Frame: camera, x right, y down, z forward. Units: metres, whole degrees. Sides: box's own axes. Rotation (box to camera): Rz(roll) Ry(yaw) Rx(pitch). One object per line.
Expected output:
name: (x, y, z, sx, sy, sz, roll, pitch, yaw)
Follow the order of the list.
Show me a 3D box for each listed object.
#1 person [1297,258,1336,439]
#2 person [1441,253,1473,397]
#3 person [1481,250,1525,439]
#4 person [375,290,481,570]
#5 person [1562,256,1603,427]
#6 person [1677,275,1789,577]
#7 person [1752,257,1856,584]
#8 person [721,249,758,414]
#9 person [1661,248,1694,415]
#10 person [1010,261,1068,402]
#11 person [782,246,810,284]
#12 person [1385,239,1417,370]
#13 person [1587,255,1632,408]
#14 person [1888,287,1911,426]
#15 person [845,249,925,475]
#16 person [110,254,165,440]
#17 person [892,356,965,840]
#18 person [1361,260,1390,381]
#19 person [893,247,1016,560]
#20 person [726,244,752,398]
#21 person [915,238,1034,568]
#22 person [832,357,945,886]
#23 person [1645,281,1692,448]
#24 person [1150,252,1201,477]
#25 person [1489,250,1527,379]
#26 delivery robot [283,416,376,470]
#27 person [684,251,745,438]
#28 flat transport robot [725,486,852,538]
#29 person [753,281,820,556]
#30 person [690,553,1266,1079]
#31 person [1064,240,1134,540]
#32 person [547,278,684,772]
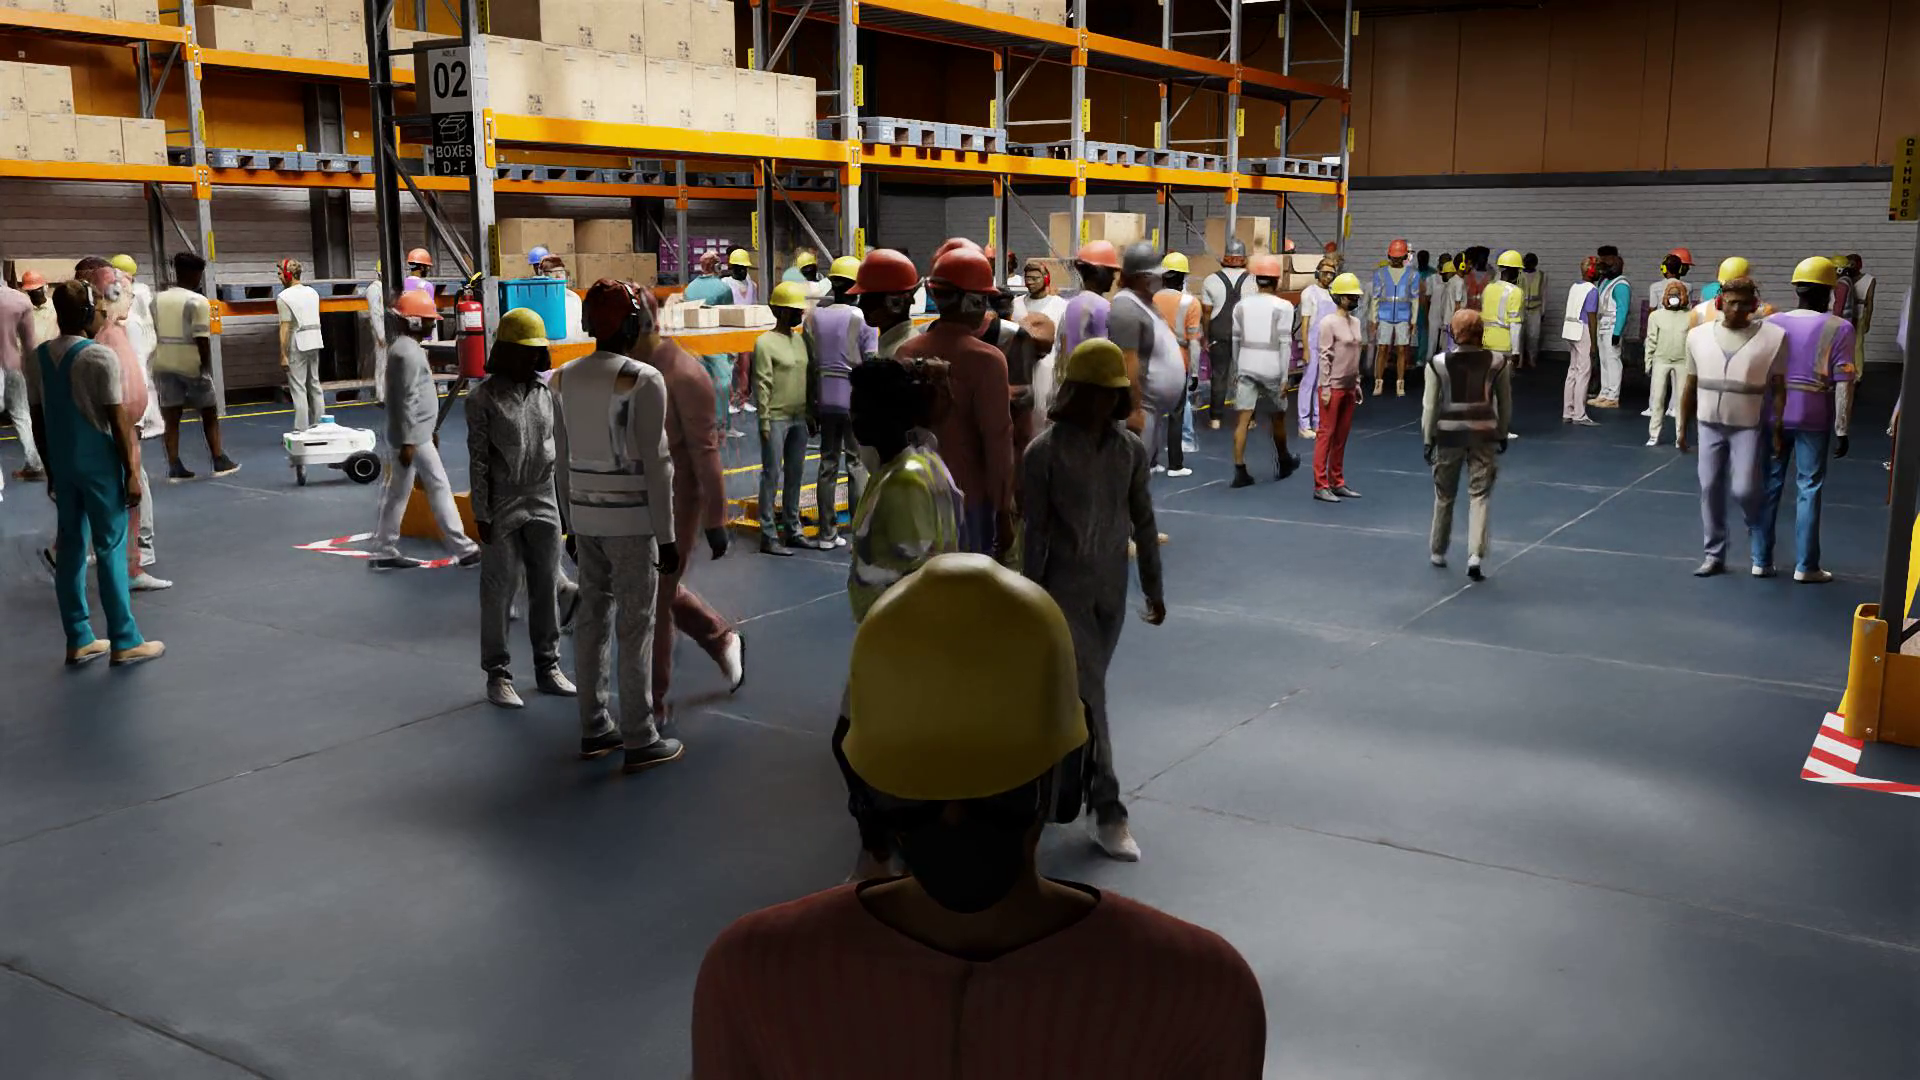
person: (3.680, -1.952, 17.000, 0.505, 1.841, 0.347, -7, 12, -35)
person: (6.349, -2.728, 21.252, 0.327, 1.863, 0.511, 1, 10, 8)
person: (5.550, -1.993, 17.029, 0.408, 1.918, 0.584, -3, 11, -18)
person: (-3.243, -0.663, 10.196, 0.786, 1.716, 0.594, -5, 11, -25)
person: (6.790, -2.162, 18.150, 0.374, 1.843, 0.575, 0, 10, -3)
person: (4.640, -0.679, 9.990, 0.604, 1.818, 0.529, 9, 14, 42)
person: (4.980, -0.708, 9.873, 0.375, 1.922, 0.594, -9, 14, -42)
person: (-2.591, -2.439, 19.503, 0.582, 1.919, 0.394, -9, 14, -42)
person: (8.253, -2.406, 19.280, 0.388, 1.929, 0.544, 3, 11, 14)
person: (0.656, -1.414, 14.002, 0.566, 1.846, 0.387, 5, 11, 26)
person: (-2.127, -2.948, 22.247, 0.355, 1.938, 0.637, -9, 14, -42)
person: (6.916, -3.680, 26.020, 0.535, 2.000, 0.684, -7, 12, -35)
person: (7.871, -2.523, 20.159, 0.429, 1.842, 0.635, 1, 10, 6)
person: (10.163, -2.069, 17.679, 0.348, 1.832, 0.528, 4, 11, 23)
person: (-0.274, -0.223, 7.029, 0.409, 1.986, 0.620, -2, 10, -10)
person: (-8.355, -1.970, 17.010, 0.436, 1.888, 0.680, -1, 10, -8)
person: (-0.141, 0.199, 5.637, 0.308, 1.641, 0.515, -1, 10, -3)
person: (6.081, -3.161, 24.026, 0.531, 1.731, 0.737, 5, 11, 24)
person: (-0.010, -0.169, 6.698, 0.623, 1.989, 0.400, 10, 14, 42)
person: (-2.827, -2.797, 21.330, 0.372, 1.966, 0.603, 0, 10, 1)
person: (0.018, -0.299, 7.323, 0.611, 2.032, 0.411, 4, 11, 21)
person: (-0.270, 0.289, 5.025, 0.565, 1.671, 0.547, -1, 10, -4)
person: (6.975, -1.715, 16.294, 0.504, 1.623, 0.288, 5, 11, 24)
person: (1.803, -1.498, 14.285, 0.581, 1.919, 0.396, 7, 12, 33)
person: (7.838, -3.243, 24.057, 0.938, 1.897, 0.610, -5, 11, -25)
delivery robot: (-5.274, -0.796, 13.901, 0.707, 0.478, 0.477, -5, 11, -27)
person: (-2.510, -1.997, 17.056, 0.642, 1.913, 0.409, 7, 12, 34)
flat transport robot: (-0.921, -0.224, 11.774, 0.652, 0.197, 1.431, 9, 14, 42)
person: (-1.111, -0.779, 10.731, 0.340, 1.760, 0.525, 7, 12, 34)
person: (0.010, 0.879, 1.521, 0.525, 1.769, 0.316, 0, 10, 1)
person: (0.883, -0.943, 10.897, 0.658, 2.023, 0.624, -3, 11, -17)
person: (-1.315, -0.054, 6.385, 0.575, 1.880, 0.358, 7, 12, 34)
